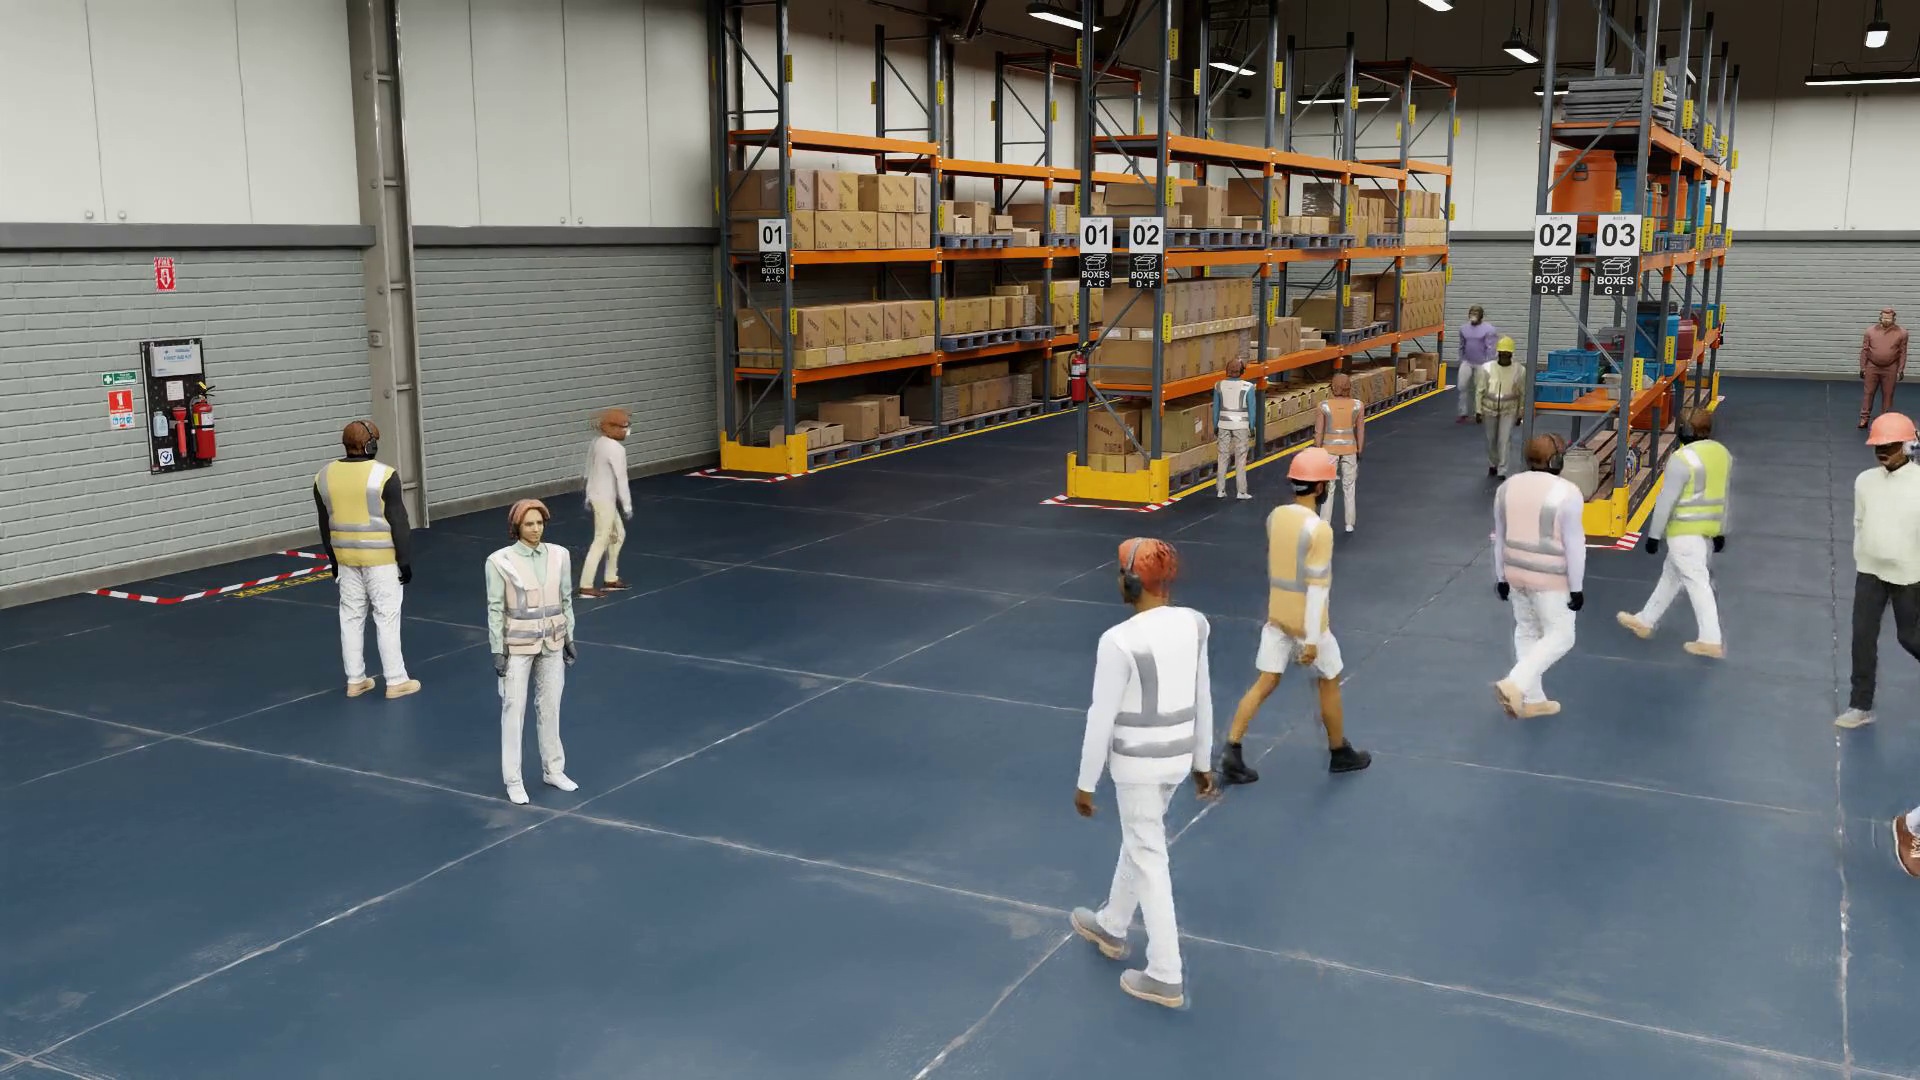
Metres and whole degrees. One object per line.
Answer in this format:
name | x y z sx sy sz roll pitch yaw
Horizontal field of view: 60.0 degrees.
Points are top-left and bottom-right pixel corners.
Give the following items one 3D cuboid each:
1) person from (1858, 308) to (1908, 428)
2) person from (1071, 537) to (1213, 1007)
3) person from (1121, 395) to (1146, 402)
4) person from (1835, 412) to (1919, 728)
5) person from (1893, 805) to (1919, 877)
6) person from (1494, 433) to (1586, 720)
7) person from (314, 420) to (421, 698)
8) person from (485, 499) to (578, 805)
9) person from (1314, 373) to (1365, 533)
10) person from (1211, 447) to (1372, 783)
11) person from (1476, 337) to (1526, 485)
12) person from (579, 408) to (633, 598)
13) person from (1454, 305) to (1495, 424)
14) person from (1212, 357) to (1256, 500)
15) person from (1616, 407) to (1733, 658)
person | 14.479 -2.685 26.115 0.638 1.902 0.407 6 12 29
person | 0.655 0.894 6.726 0.611 1.853 0.828 -9 14 -42
person | 2.493 -2.153 23.601 0.526 1.760 0.337 8 13 37
person | 5.852 0.179 10.333 0.842 1.960 0.620 -6 12 -30
person | 4.629 0.739 7.552 0.538 1.860 0.506 -3 11 -17
person | 3.570 0.245 10.325 0.607 1.829 0.641 -6 12 -28
person | -3.880 0.129 10.931 0.627 1.844 0.429 2 11 12
person | -2.308 0.587 8.980 0.307 1.641 0.513 10 14 44
person | 3.864 -0.878 16.969 0.514 1.641 0.309 0 10 1
person | 1.857 0.423 9.218 1.019 1.896 0.548 -6 12 -28
person | 6.700 -1.625 20.608 0.577 1.802 0.891 5 11 24
person | -2.956 -0.305 13.951 0.611 1.596 0.517 -5 12 -26
person | 8.239 -2.804 26.702 0.633 1.915 0.676 9 14 41
person | 3.152 -1.276 19.140 0.524 1.639 0.306 6 12 30
person | 5.276 -0.082 12.211 0.650 1.789 0.944 -7 13 -34
